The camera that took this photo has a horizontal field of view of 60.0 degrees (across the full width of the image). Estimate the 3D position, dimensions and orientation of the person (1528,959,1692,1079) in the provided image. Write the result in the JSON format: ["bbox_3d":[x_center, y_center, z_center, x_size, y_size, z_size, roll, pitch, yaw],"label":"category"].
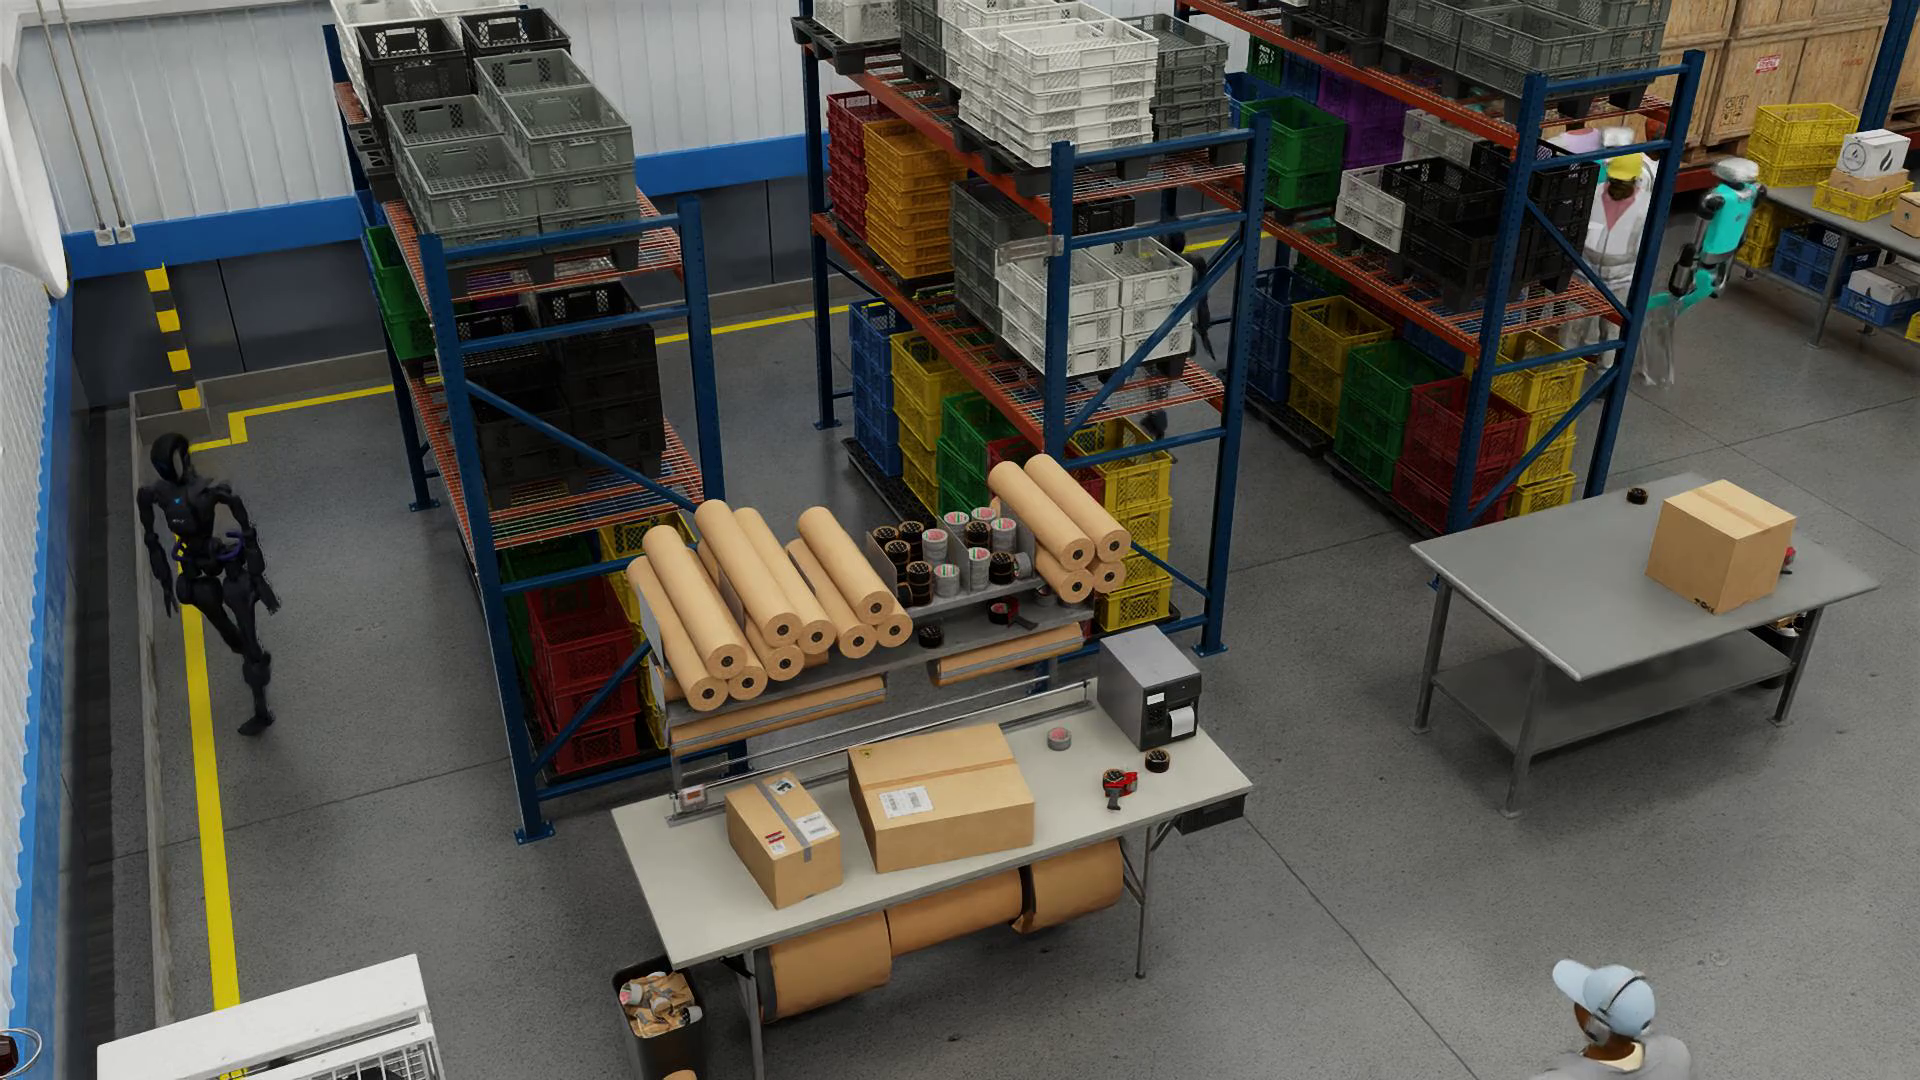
[{"bbox_3d":[1.885,2.007,5.199,0.597,1.851,0.381,-12,34,-18],"label":"person"}]

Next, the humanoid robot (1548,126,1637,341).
[{"bbox_3d":[4.640,-2.265,12.236,0.554,1.742,0.849,8,32,12],"label":"humanoid robot"}]

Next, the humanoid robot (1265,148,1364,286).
[{"bbox_3d":[2.735,-2.586,12.802,0.965,1.773,0.530,13,34,20],"label":"humanoid robot"}]

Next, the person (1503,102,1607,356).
[{"bbox_3d":[4.319,-2.331,12.063,0.606,2.048,0.365,-14,34,-22],"label":"person"}]

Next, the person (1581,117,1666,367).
[{"bbox_3d":[4.796,-2.134,11.904,0.339,1.876,0.573,14,34,22],"label":"person"}]

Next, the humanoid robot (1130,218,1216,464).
[{"bbox_3d":[1.375,-1.305,10.797,0.599,1.617,0.805,-11,33,-17],"label":"humanoid robot"}]

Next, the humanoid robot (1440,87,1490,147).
[{"bbox_3d":[4.116,-2.695,12.963,0.558,1.771,0.971,-20,37,-30],"label":"humanoid robot"}]

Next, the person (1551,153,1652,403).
[{"bbox_3d":[4.422,-1.830,11.457,0.589,1.829,0.403,16,35,24],"label":"person"}]

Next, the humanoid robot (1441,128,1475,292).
[{"bbox_3d":[3.737,-2.265,12.310,0.561,1.649,0.600,13,34,20],"label":"humanoid robot"}]

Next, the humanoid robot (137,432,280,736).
[{"bbox_3d":[-3.751,0.175,8.388,0.586,1.625,0.730,-1,32,-2],"label":"humanoid robot"}]

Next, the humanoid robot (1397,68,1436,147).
[{"bbox_3d":[3.648,-3.254,13.897,0.599,1.657,0.315,3,32,5],"label":"humanoid robot"}]

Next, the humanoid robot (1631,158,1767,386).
[{"bbox_3d":[5.015,-1.872,11.630,0.532,1.789,0.813,-15,35,-23],"label":"humanoid robot"}]
